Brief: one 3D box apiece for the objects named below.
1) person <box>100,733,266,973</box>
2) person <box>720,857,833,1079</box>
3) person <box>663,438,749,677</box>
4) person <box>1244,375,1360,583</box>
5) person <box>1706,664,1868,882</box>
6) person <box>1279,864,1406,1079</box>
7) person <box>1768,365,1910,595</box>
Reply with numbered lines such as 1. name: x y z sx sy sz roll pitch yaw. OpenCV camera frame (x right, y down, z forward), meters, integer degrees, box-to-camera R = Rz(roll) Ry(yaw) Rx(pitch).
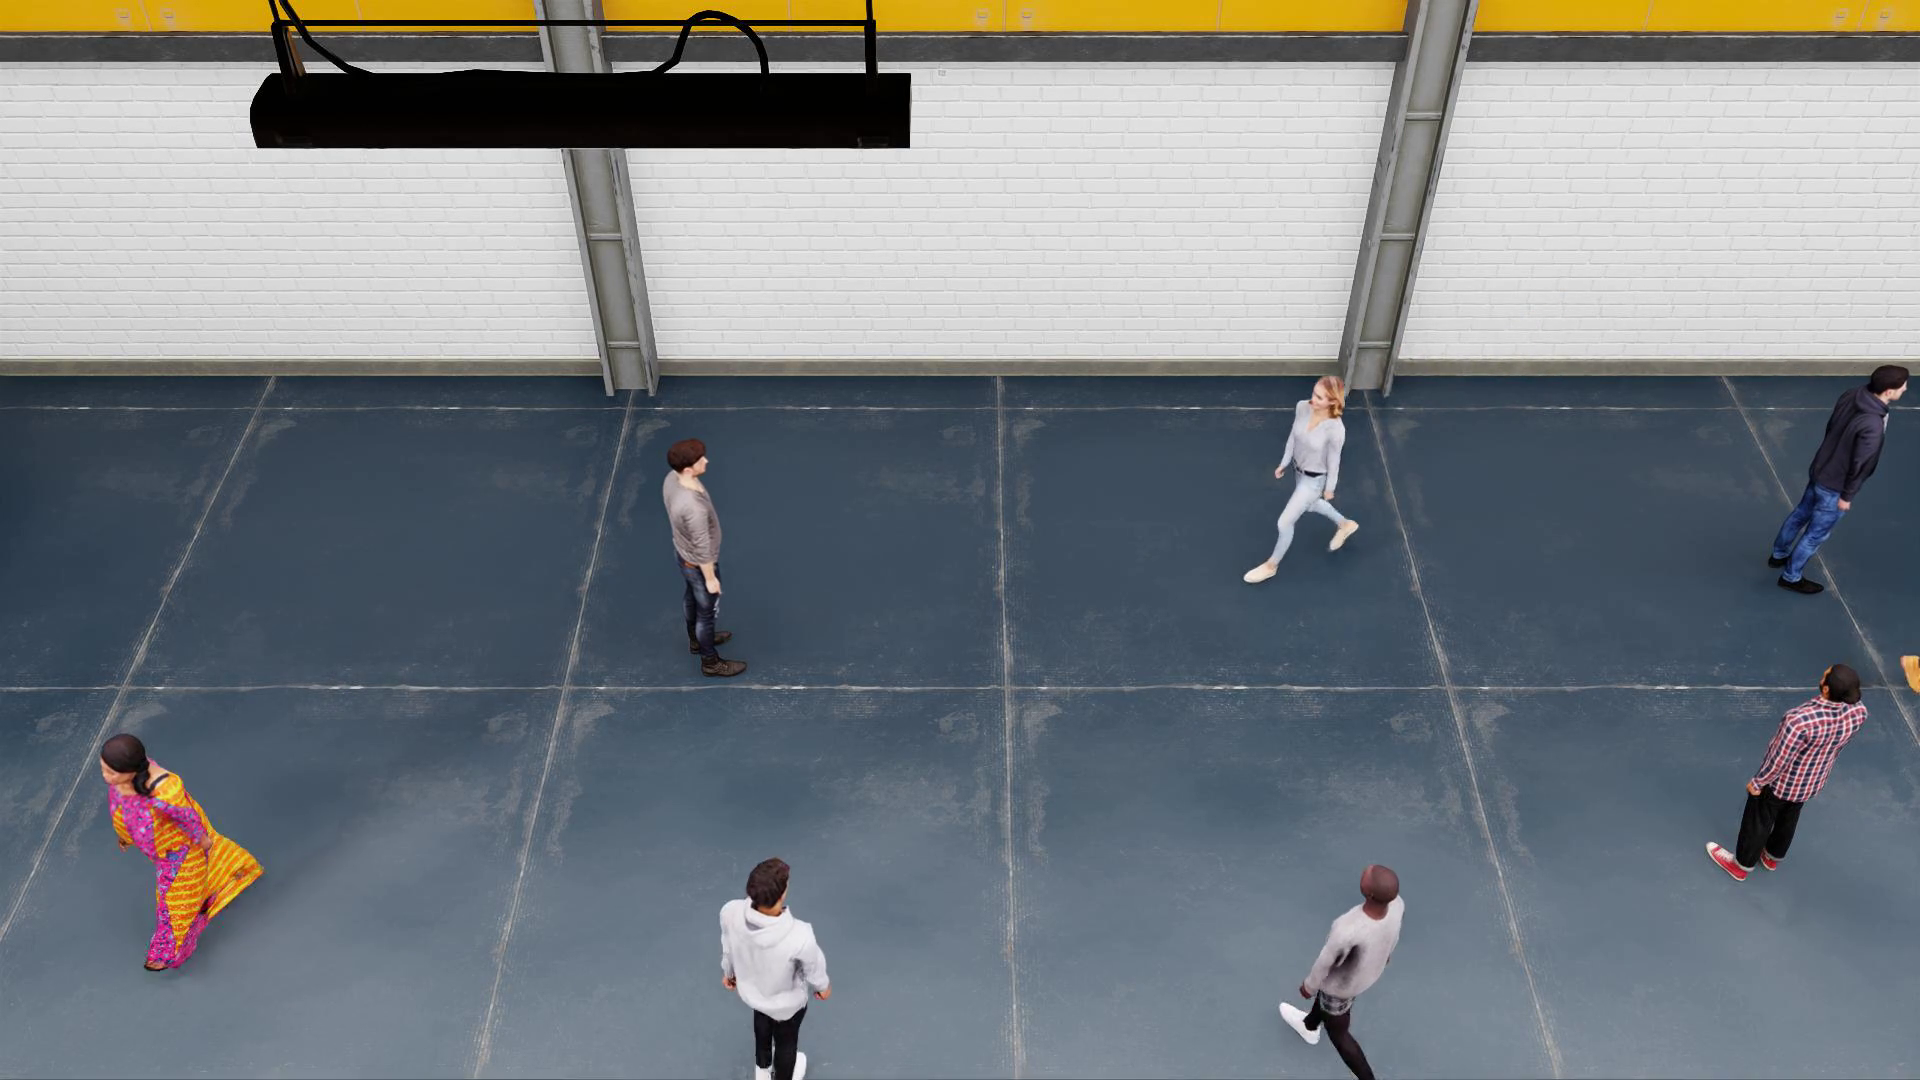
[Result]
1. person: -4.441 1.607 9.455 1.130 1.647 1.086 26 49 25
2. person: -0.996 2.355 8.477 0.719 1.914 0.863 14 45 14
3. person: -1.712 0.109 10.842 0.711 1.903 0.756 -16 46 -16
4. person: 2.490 -0.462 11.544 1.239 1.762 0.913 -16 46 -16
5. person: 4.830 1.344 9.648 0.647 1.761 0.829 -14 45 -14
6. person: 2.080 2.329 8.623 1.126 1.749 1.120 -29 51 -27
7. person: 6.011 -0.440 11.427 0.586 1.892 0.686 3 44 3
